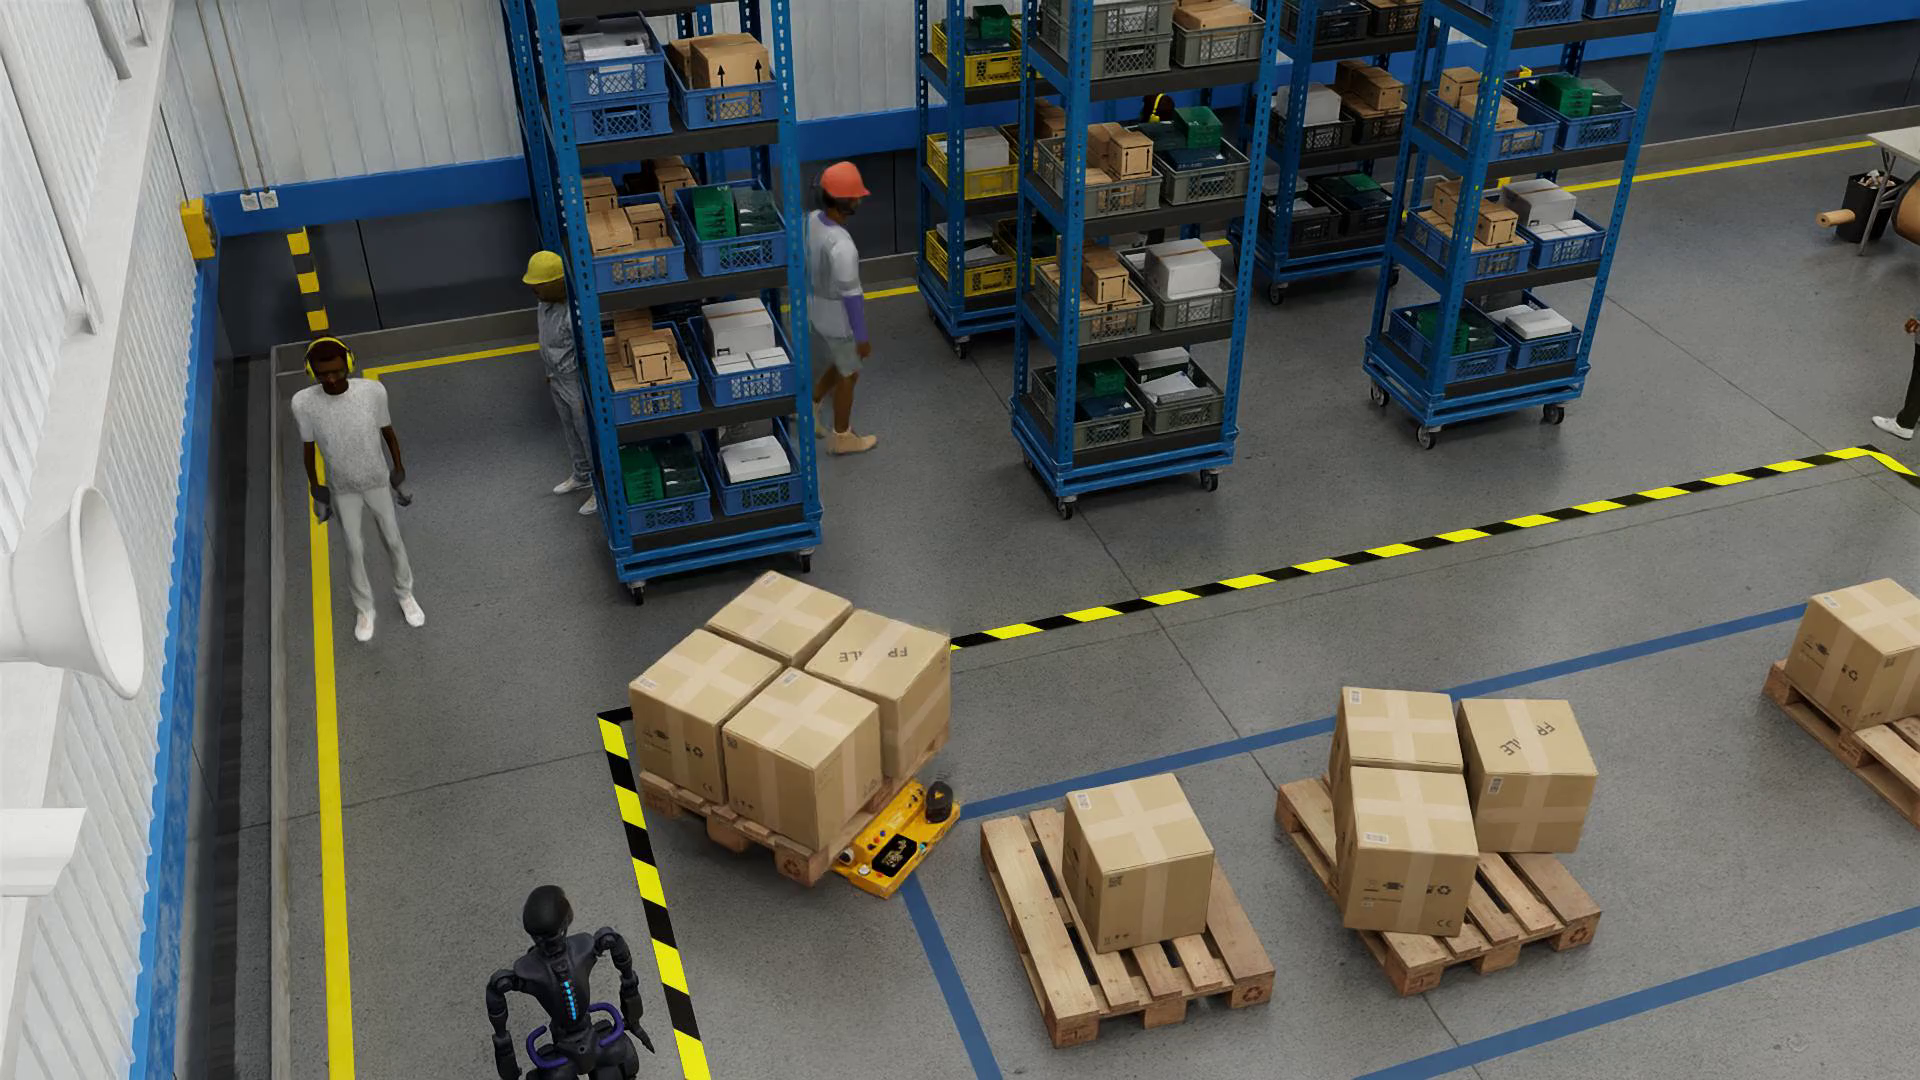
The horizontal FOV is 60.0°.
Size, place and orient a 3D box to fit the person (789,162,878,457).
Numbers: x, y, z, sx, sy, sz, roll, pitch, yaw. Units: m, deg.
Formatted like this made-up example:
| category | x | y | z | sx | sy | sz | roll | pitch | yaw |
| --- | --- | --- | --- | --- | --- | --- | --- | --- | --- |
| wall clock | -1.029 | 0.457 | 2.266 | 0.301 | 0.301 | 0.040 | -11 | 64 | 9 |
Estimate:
| category | x | y | z | sx | sy | sz | roll | pitch | yaw |
| --- | --- | --- | --- | --- | --- | --- | --- | --- | --- |
| person | -0.780 | -1.419 | 10.548 | 0.504 | 2.020 | 0.604 | -13 | 37 | -17 |

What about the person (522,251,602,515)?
| category | x | y | z | sx | sy | sz | roll | pitch | yaw |
| --- | --- | --- | --- | --- | --- | --- | --- | --- | --- |
| person | -2.396 | -0.961 | 10.139 | 0.316 | 1.740 | 0.491 | -25 | 42 | -31 |

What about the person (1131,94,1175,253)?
| category | x | y | z | sx | sy | sz | roll | pitch | yaw |
| --- | --- | --- | --- | --- | --- | --- | --- | --- | --- |
| person | 1.363 | -2.301 | 11.929 | 0.328 | 1.872 | 0.508 | 13 | 37 | 17 |

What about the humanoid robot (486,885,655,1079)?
| category | x | y | z | sx | sy | sz | roll | pitch | yaw |
| --- | --- | --- | --- | --- | --- | --- | --- | --- | --- |
| humanoid robot | -1.420 | 1.903 | 6.124 | 0.599 | 1.655 | 0.315 | -18 | 39 | -24 |

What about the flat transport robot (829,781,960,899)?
| category | x | y | z | sx | sy | sz | roll | pitch | yaw |
| --- | --- | --- | --- | --- | --- | --- | --- | --- | --- |
| flat transport robot | -0.774 | 1.236 | 8.279 | 1.431 | 0.197 | 0.652 | 20 | 40 | 26 |

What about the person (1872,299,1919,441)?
| category | x | y | z | sx | sy | sz | roll | pitch | yaw |
| --- | --- | --- | --- | --- | --- | --- | --- | --- | --- |
| person | 6.442 | -1.515 | 10.830 | 0.589 | 1.852 | 0.396 | -8 | 36 | -11 |

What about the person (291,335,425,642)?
| category | x | y | z | sx | sy | sz | roll | pitch | yaw |
| --- | --- | --- | --- | --- | --- | --- | --- | --- | --- |
| person | -3.275 | -0.286 | 9.076 | 0.529 | 1.864 | 0.310 | -14 | 37 | -19 |
